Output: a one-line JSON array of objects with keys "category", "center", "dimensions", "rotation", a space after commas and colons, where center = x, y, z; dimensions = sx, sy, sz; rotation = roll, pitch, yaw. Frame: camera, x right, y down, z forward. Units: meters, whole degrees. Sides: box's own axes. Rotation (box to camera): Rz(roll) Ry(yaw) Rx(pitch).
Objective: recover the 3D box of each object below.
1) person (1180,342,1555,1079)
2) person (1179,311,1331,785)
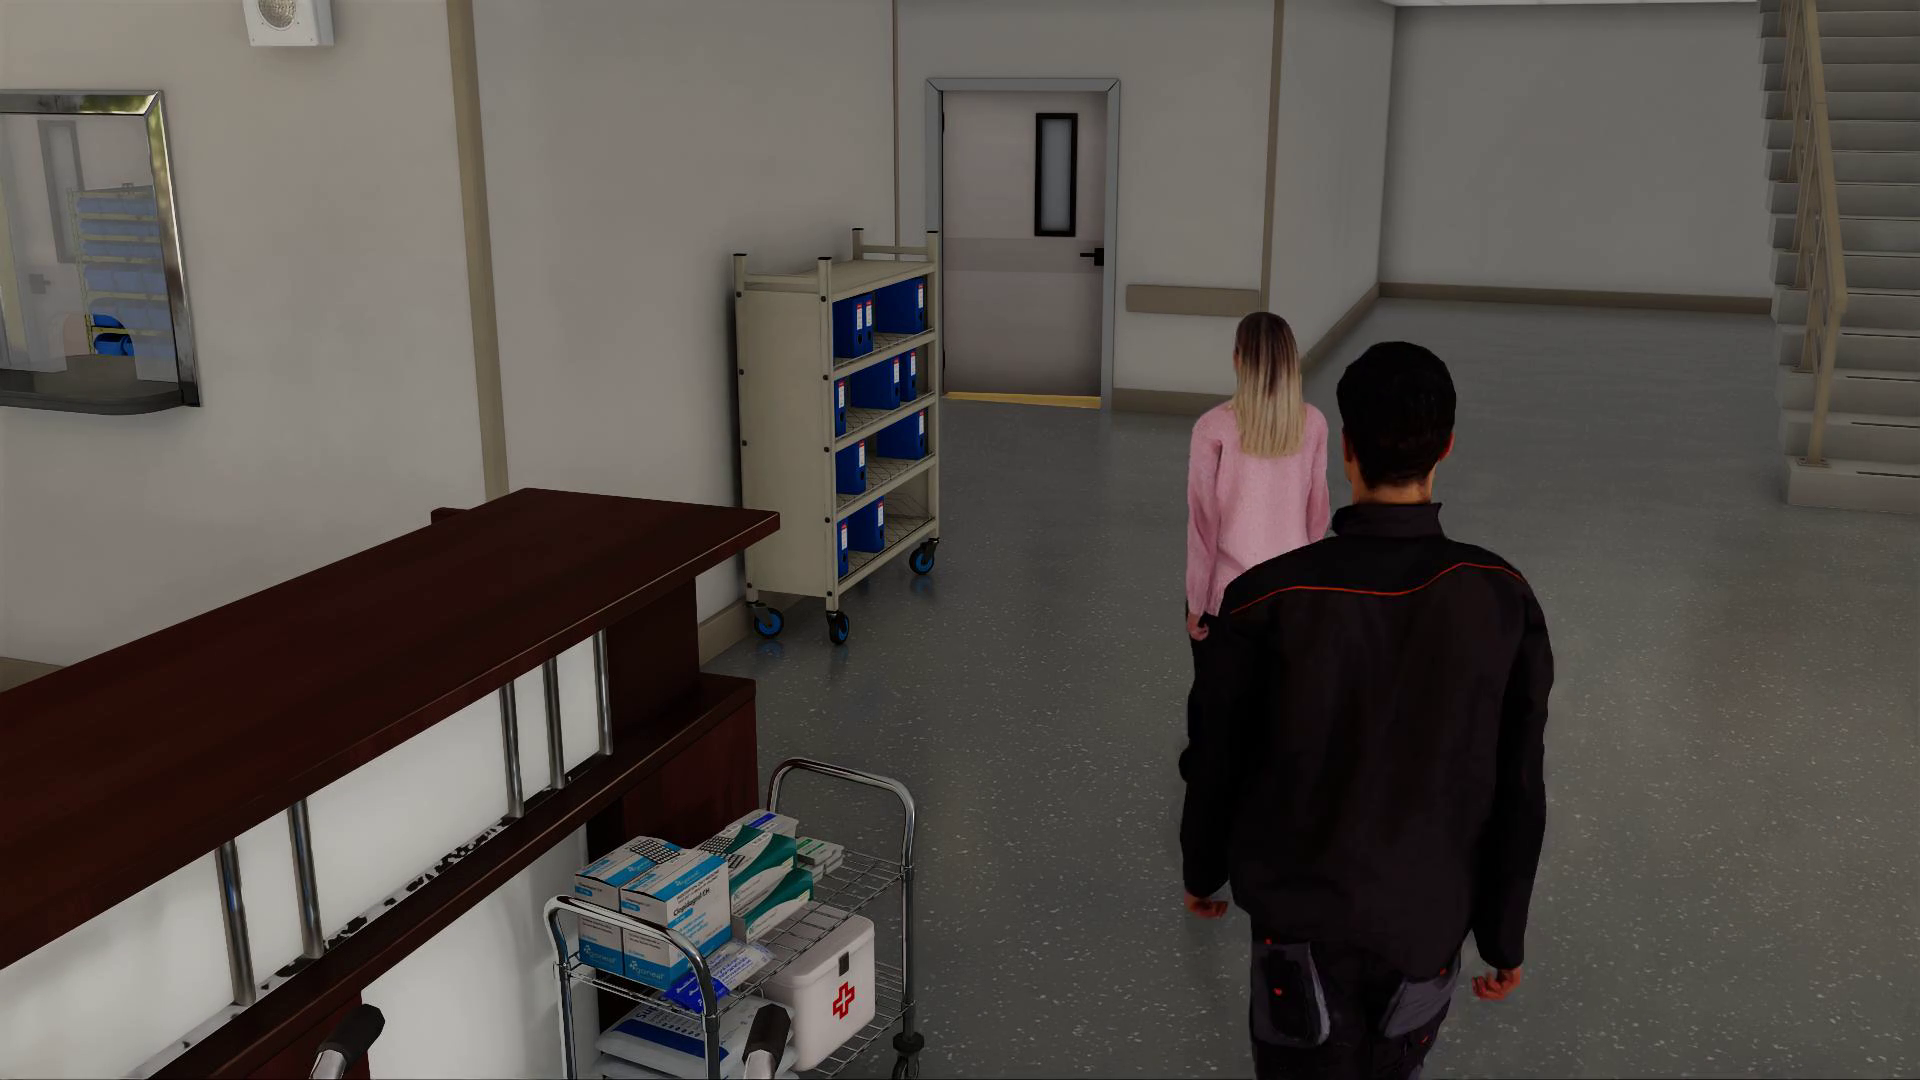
[{"category": "person", "center": [0.671, 0.677, 2.747], "dimensions": [1.028, 1.891, 1.344], "rotation": [0, 16, 0]}, {"category": "person", "center": [0.893, 0.197, 4.904], "dimensions": [0.964, 1.645, 1.203], "rotation": [-2, 16, -8]}]
